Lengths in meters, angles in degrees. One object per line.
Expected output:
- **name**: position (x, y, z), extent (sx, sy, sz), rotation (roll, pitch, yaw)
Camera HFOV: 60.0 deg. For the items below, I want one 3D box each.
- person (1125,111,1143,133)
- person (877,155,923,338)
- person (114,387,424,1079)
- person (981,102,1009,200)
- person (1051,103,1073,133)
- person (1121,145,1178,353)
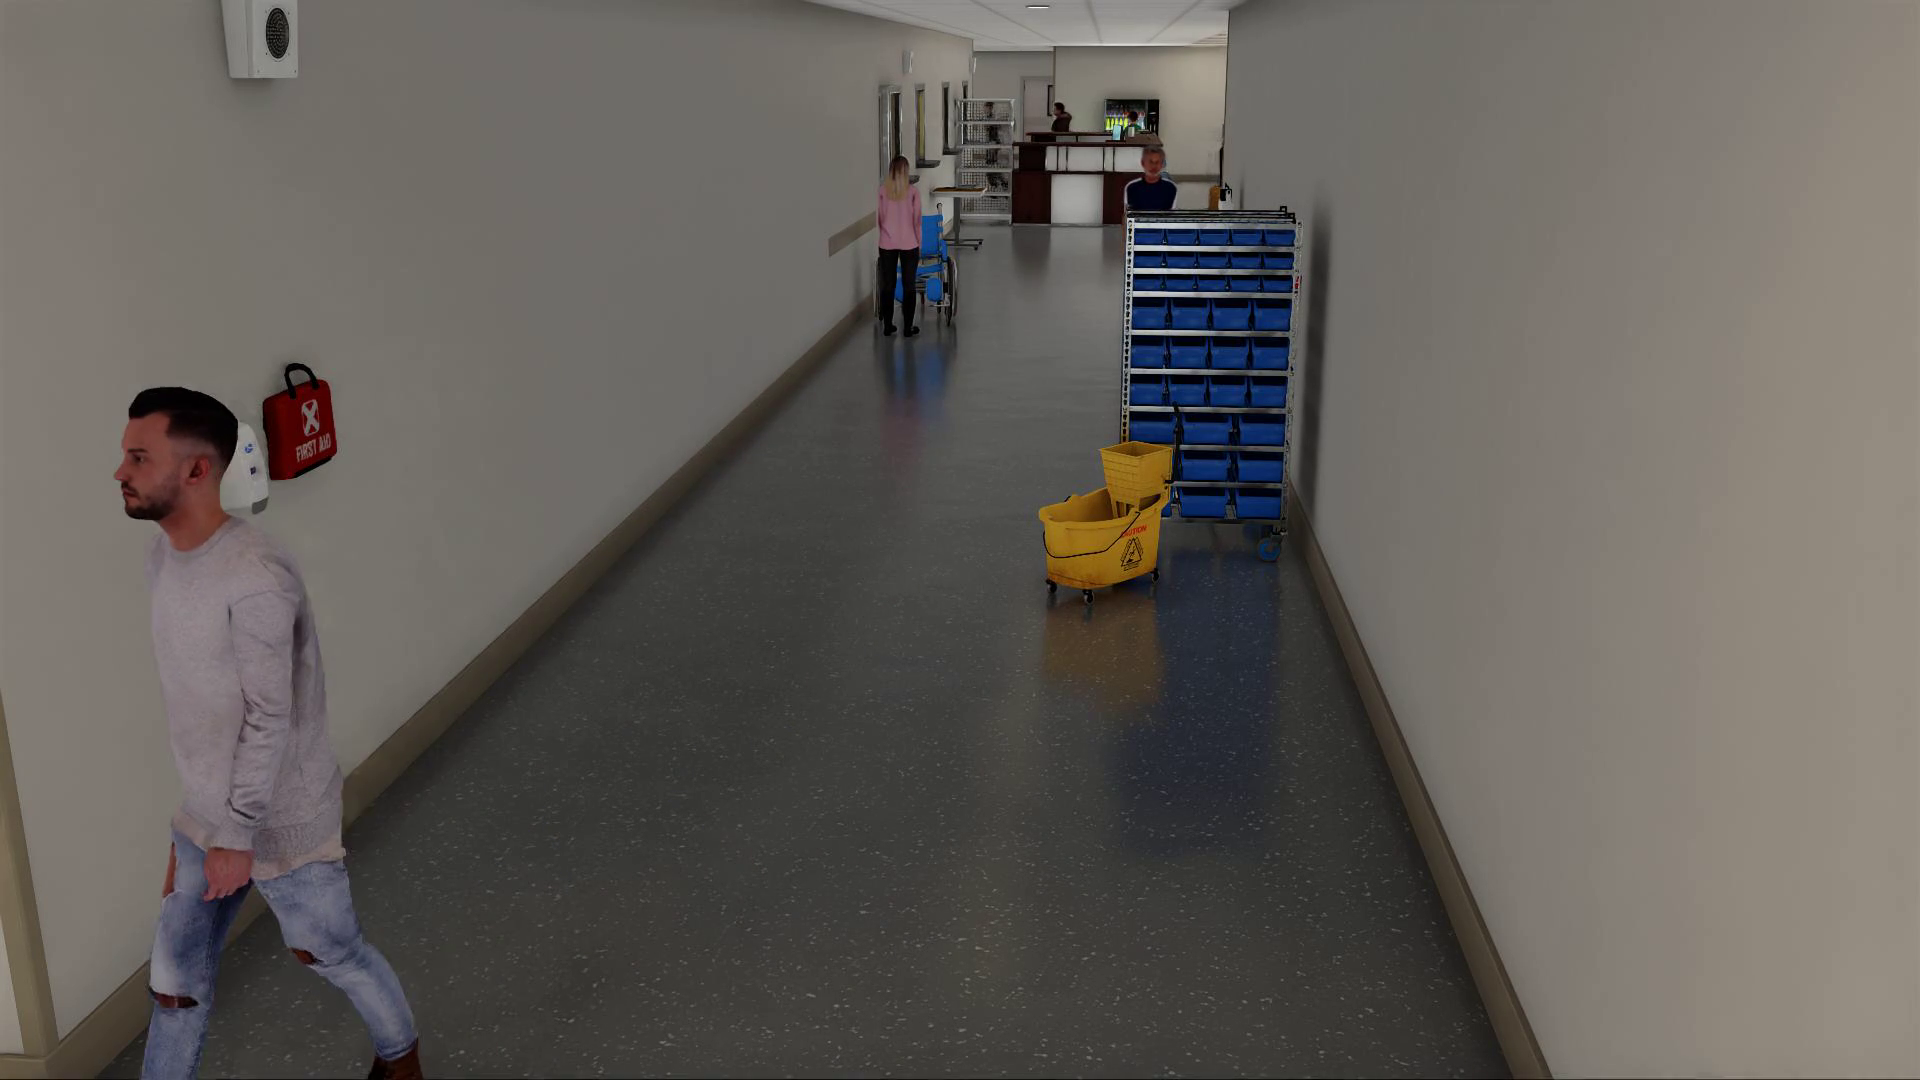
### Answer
- **person**: position (3.587, -8.033, 34.430), extent (0.627, 1.653, 0.722), rotation (-8, 18, -27)
- **person**: position (-0.585, -2.786, 15.759), extent (0.513, 1.686, 0.672), rotation (3, 16, 12)
- **person**: position (-1.464, 0.566, 3.667), extent (1.163, 1.795, 1.089), rotation (10, 19, 32)
- **person**: position (0.677, -7.613, 32.509), extent (0.864, 1.888, 0.730), rotation (-1, 16, -2)
- **person**: position (2.070, -7.752, 33.118), extent (1.159, 1.825, 0.922), rotation (-3, 16, -10)
- **person**: position (1.677, -2.591, 14.793), extent (0.544, 1.835, 0.711), rotation (1, 16, 4)
